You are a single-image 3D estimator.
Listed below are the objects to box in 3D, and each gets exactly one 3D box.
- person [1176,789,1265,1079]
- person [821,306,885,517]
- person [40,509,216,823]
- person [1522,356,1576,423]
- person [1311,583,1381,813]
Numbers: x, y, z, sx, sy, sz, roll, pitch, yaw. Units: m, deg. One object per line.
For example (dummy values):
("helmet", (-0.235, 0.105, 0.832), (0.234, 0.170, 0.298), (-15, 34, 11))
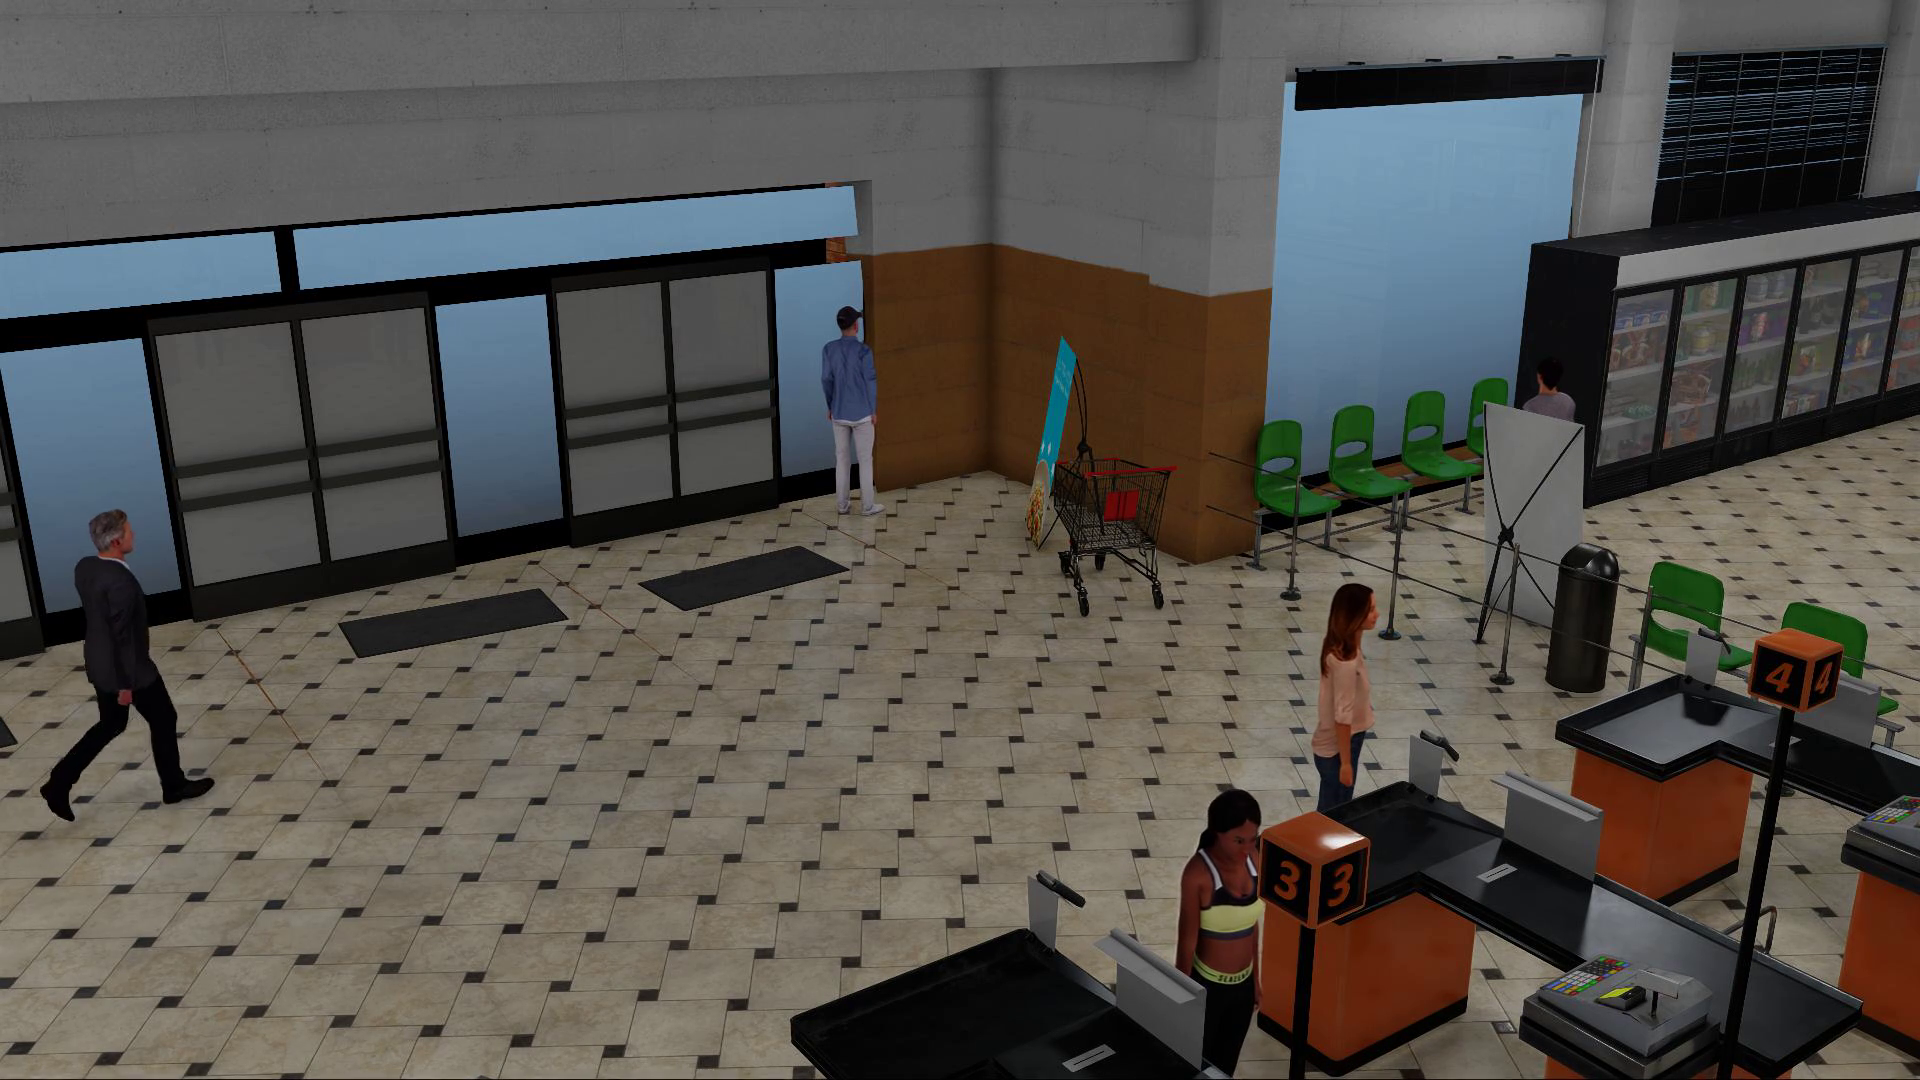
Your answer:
("person", (0.982, 1.741, 6.434), (0.569, 1.754, 0.508), (-12, 22, -31))
("person", (-0.958, -1.147, 14.788), (0.703, 1.887, 0.803), (7, 20, 20))
("person", (-4.779, 0.737, 9.328), (1.167, 1.807, 0.998), (13, 23, 34))
("person", (4.544, -0.533, 13.038), (0.701, 1.843, 0.591), (-8, 20, -23))
("person", (1.901, 1.059, 8.395), (0.720, 1.792, 0.669), (4, 19, 12))
